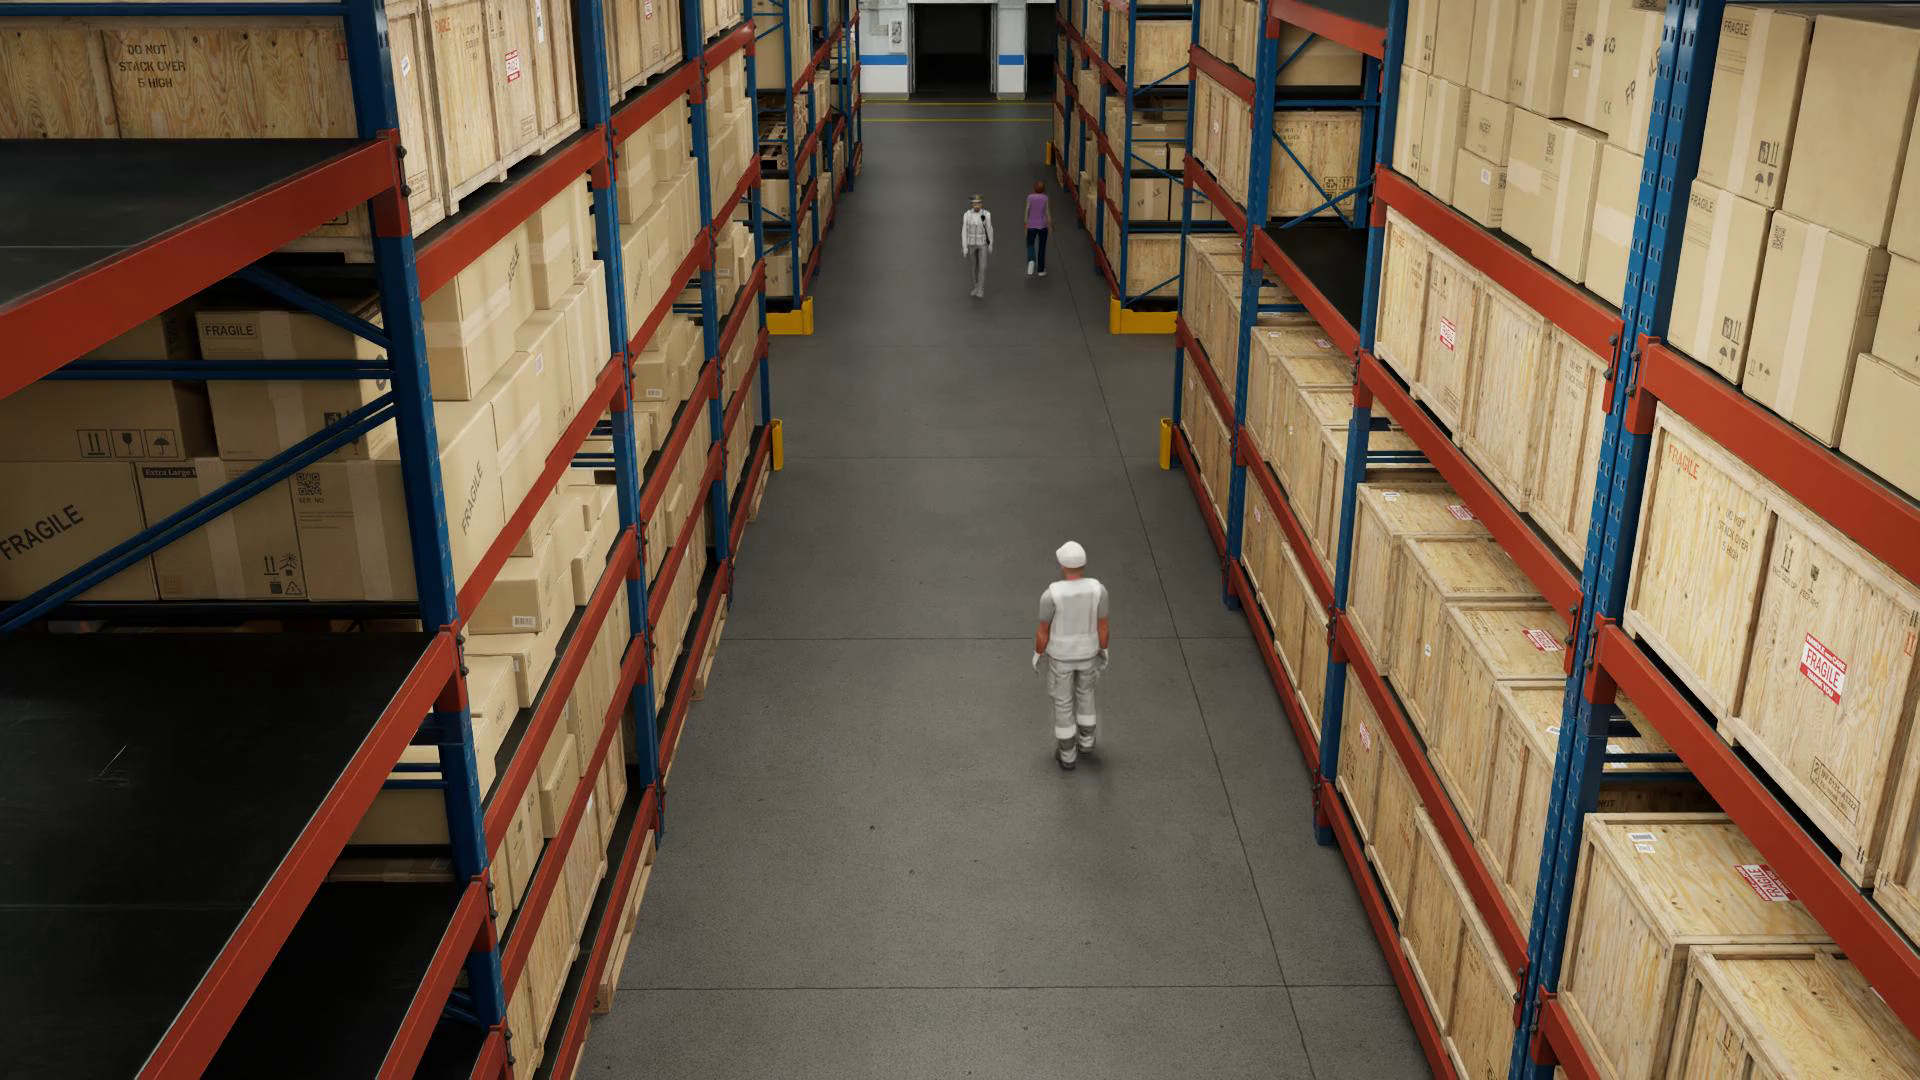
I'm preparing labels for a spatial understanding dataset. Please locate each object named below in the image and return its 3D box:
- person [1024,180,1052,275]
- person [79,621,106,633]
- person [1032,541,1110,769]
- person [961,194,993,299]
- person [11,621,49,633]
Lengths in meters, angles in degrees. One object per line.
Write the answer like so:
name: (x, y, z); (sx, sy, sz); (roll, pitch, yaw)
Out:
person: (1.307, -5.219, 27.938); (0.469, 1.594, 0.555); (2, 22, 6)
person: (-6.530, 0.608, 12.989); (0.661, 1.728, 0.505); (-12, 25, -28)
person: (0.800, 0.815, 12.397); (0.568, 1.796, 0.517); (-5, 22, -12)
person: (0.245, -4.656, 26.418); (0.479, 1.646, 0.820); (5, 22, 12)
person: (-7.063, 0.878, 12.289); (0.605, 1.786, 0.875); (-4, 22, -11)
